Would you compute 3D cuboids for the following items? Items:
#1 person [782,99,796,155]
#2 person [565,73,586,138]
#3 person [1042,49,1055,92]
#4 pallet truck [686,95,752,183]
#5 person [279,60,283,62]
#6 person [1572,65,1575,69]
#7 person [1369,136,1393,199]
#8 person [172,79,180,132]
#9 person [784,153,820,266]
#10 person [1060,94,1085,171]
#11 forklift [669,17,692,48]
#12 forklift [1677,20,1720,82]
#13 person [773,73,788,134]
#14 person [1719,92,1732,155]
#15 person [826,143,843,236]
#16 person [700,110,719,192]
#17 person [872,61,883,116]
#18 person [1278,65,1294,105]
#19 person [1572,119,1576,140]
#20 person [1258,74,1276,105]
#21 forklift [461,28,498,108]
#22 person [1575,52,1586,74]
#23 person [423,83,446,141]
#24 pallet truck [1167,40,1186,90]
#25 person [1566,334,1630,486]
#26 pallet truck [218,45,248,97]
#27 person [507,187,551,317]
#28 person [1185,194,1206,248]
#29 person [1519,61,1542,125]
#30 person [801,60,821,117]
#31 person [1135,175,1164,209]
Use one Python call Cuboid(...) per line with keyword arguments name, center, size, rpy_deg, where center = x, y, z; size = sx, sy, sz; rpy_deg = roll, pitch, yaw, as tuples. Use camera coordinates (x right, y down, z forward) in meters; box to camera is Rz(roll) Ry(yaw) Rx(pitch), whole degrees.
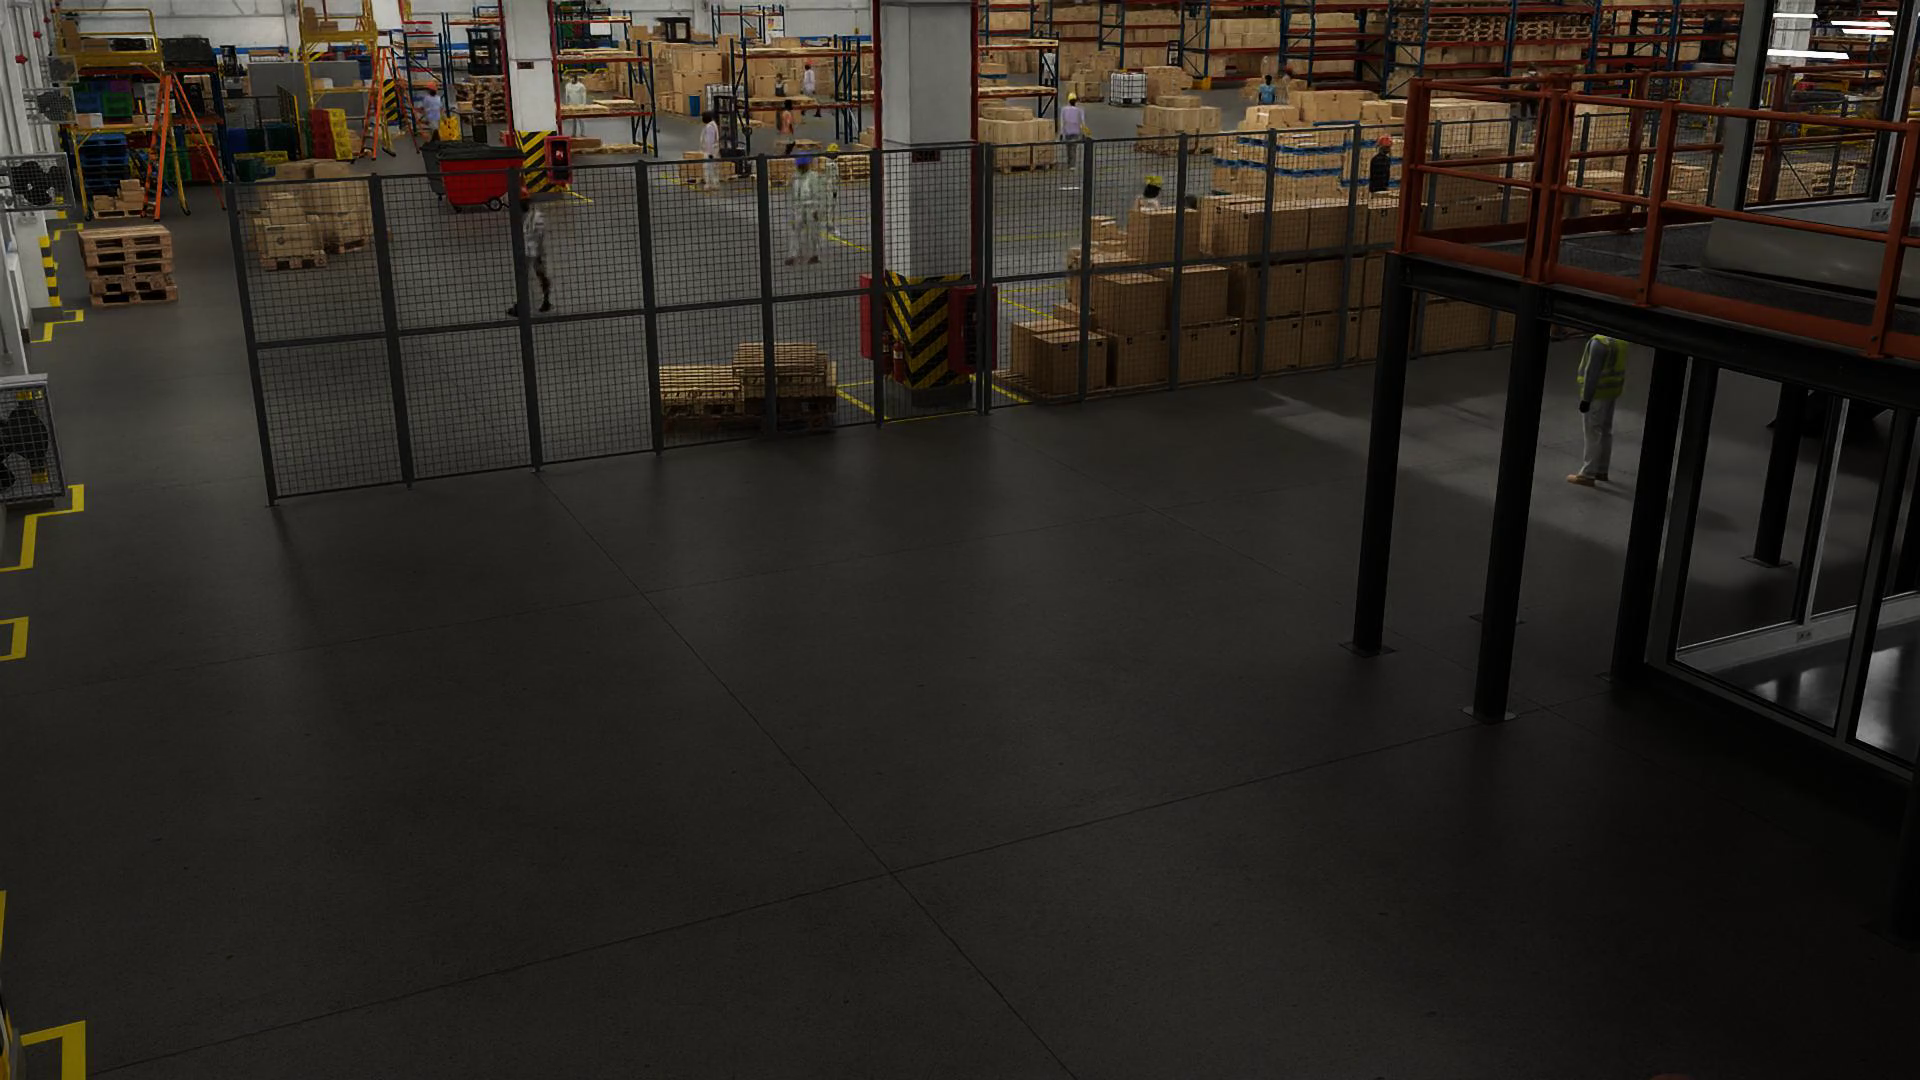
Cuboid(name="person", center=(-4.405, -10.557, 43.083), size=(0.382, 1.680, 0.548), rpy_deg=(-5, 20, -15))
Cuboid(name="person", center=(-11.450, -12.952, 49.641), size=(0.629, 1.936, 0.374), rpy_deg=(4, 19, 11))
Cuboid(name="person", center=(3.575, -18.855, 66.707), size=(0.604, 1.966, 0.367), rpy_deg=(0, 19, -1))
Cuboid(name="pallet truck", center=(-5.836, -9.608, 39.856), size=(0.823, 1.965, 1.885), rpy_deg=(10, 22, 27))
Cuboid(name="person", center=(-22.856, -15.234, 56.276), size=(0.623, 1.932, 0.367), rpy_deg=(-8, 20, -21))
Cuboid(name="person", center=(24.681, -19.103, 67.540), size=(0.478, 1.891, 0.650), rpy_deg=(-12, 23, -32))
Cuboid(name="person", center=(7.730, -6.431, 30.647), size=(0.381, 1.996, 0.608), rpy_deg=(14, 24, 35))
Cuboid(name="person", center=(-24.386, -13.455, 51.562), size=(0.516, 1.632, 0.313), rpy_deg=(13, 23, 33))
Cuboid(name="person", center=(-2.702, -5.648, 28.516), size=(0.608, 1.908, 0.930), rpy_deg=(7, 20, 20))
Cuboid(name="person", center=(2.867, -10.352, 42.219), size=(0.625, 1.855, 1.038), rpy_deg=(3, 19, 7))
Cuboid(name="forklift", center=(-12.147, -21.397, 72.696), size=(1.129, 2.768, 1.873), rpy_deg=(-16, 25, -39))
Cuboid(name="forklift", center=(31.049, -20.162, 69.116), size=(1.873, 2.768, 1.129), rpy_deg=(0, 19, 1))
Cuboid(name="person", center=(-5.505, -13.533, 51.497), size=(0.521, 1.825, 0.678), rpy_deg=(7, 20, 18))
Cuboid(name="person", center=(20.477, -11.027, 44.244), size=(0.640, 1.814, 0.555), rpy_deg=(-6, 20, -17))
Cuboid(name="person", center=(-2.420, -6.714, 31.851), size=(0.312, 1.743, 0.493), rpy_deg=(-4, 19, -12))
Cuboid(name="person", center=(-5.713, -8.872, 37.974), size=(0.429, 1.842, 0.651), rpy_deg=(0, 19, -1))
Cuboid(name="person", center=(-2.780, -15.674, 57.558), size=(0.391, 1.919, 0.590), rpy_deg=(-12, 23, -32))
Cuboid(name="person", center=(10.628, -14.573, 54.445), size=(1.040, 1.889, 0.536), rpy_deg=(10, 21, 26))
Cuboid(name="person", center=(13.884, -9.093, 38.319), size=(0.403, 2.035, 0.600), rpy_deg=(-3, 19, -8))
Cuboid(name="person", center=(9.816, -14.031, 53.143), size=(0.541, 1.679, 0.634), rpy_deg=(10, 21, 26))
Cuboid(name="forklift", center=(-17.262, -17.088, 60.206), size=(1.129, 2.768, 1.873), rpy_deg=(3, 19, 8))
Cuboid(name="person", center=(24.695, -18.518, 66.137), size=(0.536, 1.696, 0.318), rpy_deg=(13, 23, 33))
Cuboid(name="person", center=(-14.560, -11.694, 46.067), size=(0.916, 1.894, 0.579), rpy_deg=(13, 23, 34))
Cuboid(name="pallet truck", center=(9.045, -19.971, 69.895), size=(0.823, 1.965, 1.885), rpy_deg=(-3, 19, -8))
Cuboid(name="person", center=(6.324, -1.450, 16.466), size=(0.431, 1.836, 0.619), rpy_deg=(16, 25, 39))
Cuboid(name="pallet truck", center=(-28.879, -18.665, 66.111), size=(0.823, 1.965, 1.885), rpy_deg=(-3, 19, -9))
Cuboid(name="person", center=(-6.366, -4.234, 24.457), size=(0.559, 1.886, 0.990), rpy_deg=(6, 20, 17))
Cuboid(name="person", center=(3.276, -3.913, 23.465), size=(0.447, 1.918, 0.715), rpy_deg=(-6, 20, -17))
Cuboid(name="person", center=(18.515, -14.549, 54.113), size=(0.703, 2.000, 0.593), rpy_deg=(1, 19, 2))
Cuboid(name="person", center=(-5.185, -15.489, 57.076), size=(0.992, 1.887, 0.567), rpy_deg=(7, 20, 20))
Cuboid(name="person", center=(2.880, -4.781, 26.081), size=(0.627, 1.866, 1.013), rpy_deg=(-17, 25, -40))
